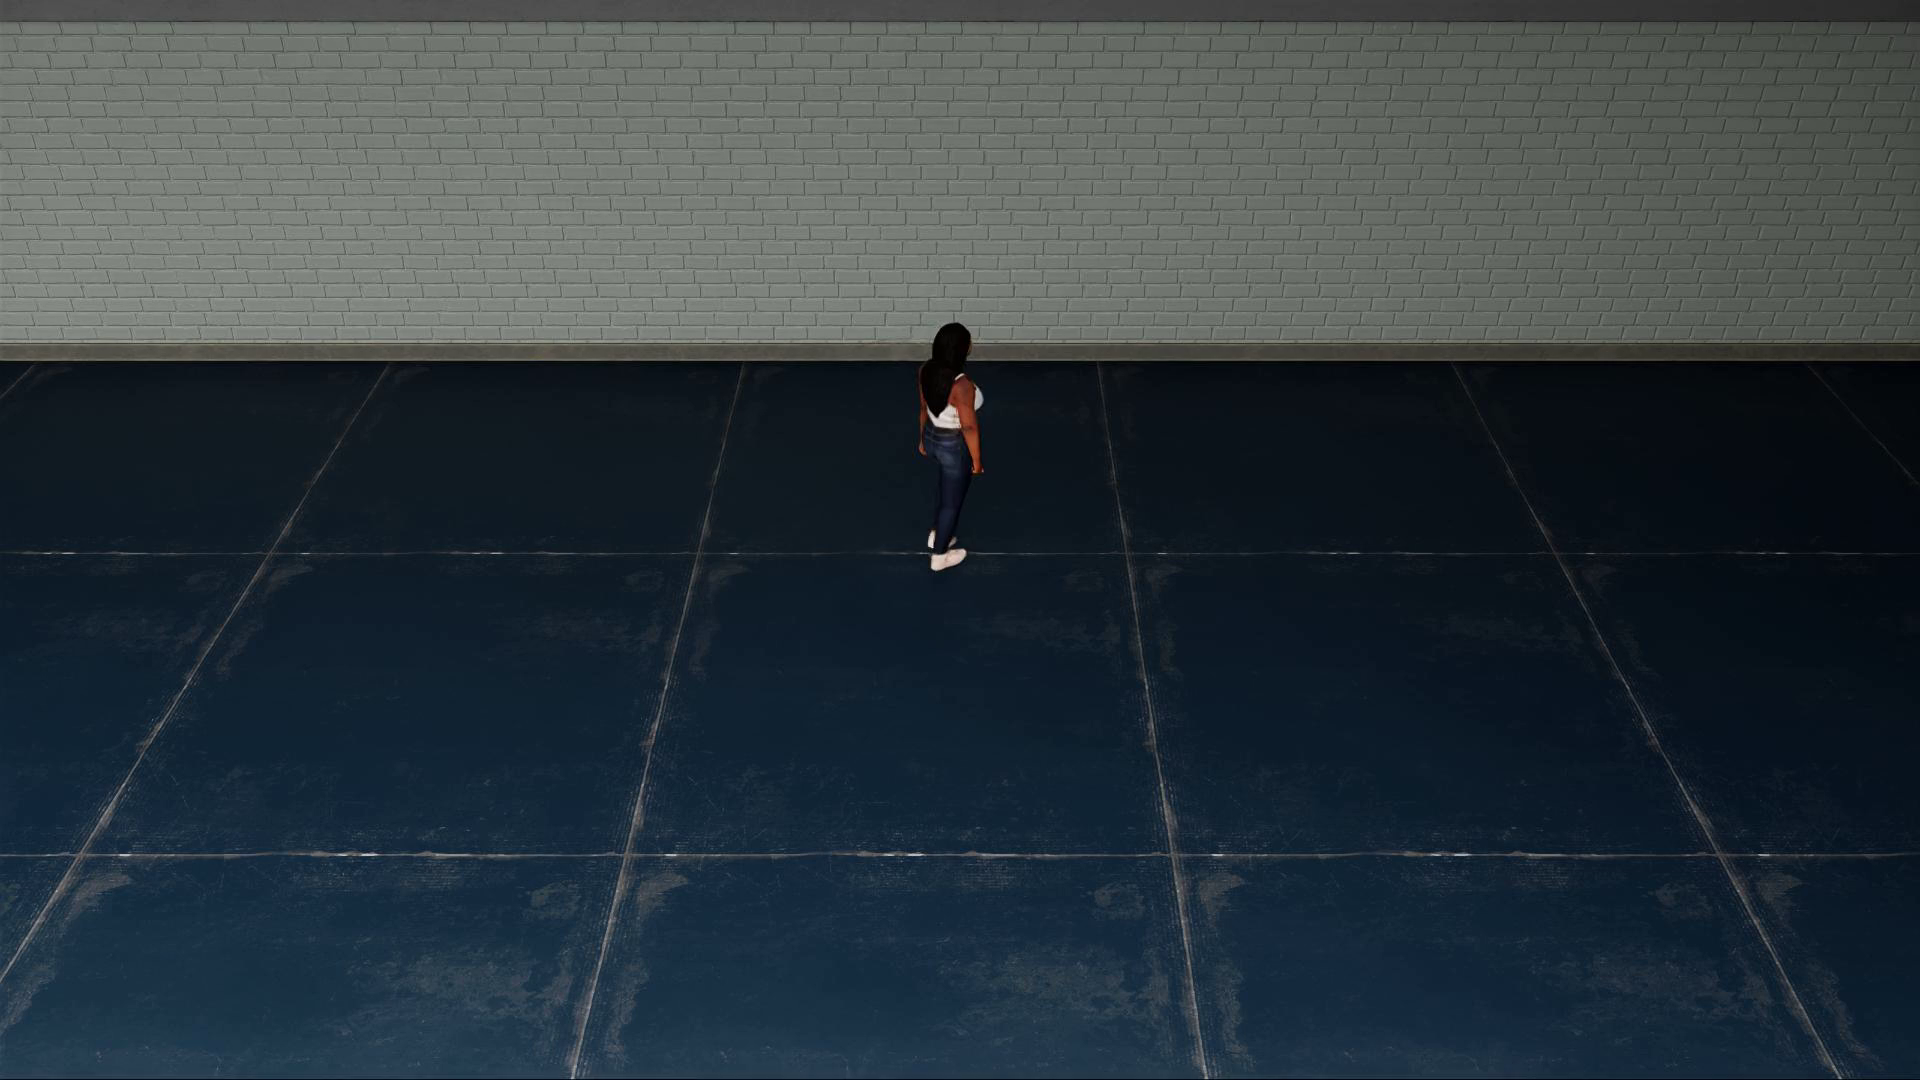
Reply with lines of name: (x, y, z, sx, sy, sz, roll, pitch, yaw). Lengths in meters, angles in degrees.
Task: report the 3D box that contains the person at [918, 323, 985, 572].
person: (-0.144, -0.582, 11.023, 0.853, 1.798, 0.775, -22, 39, -30)
